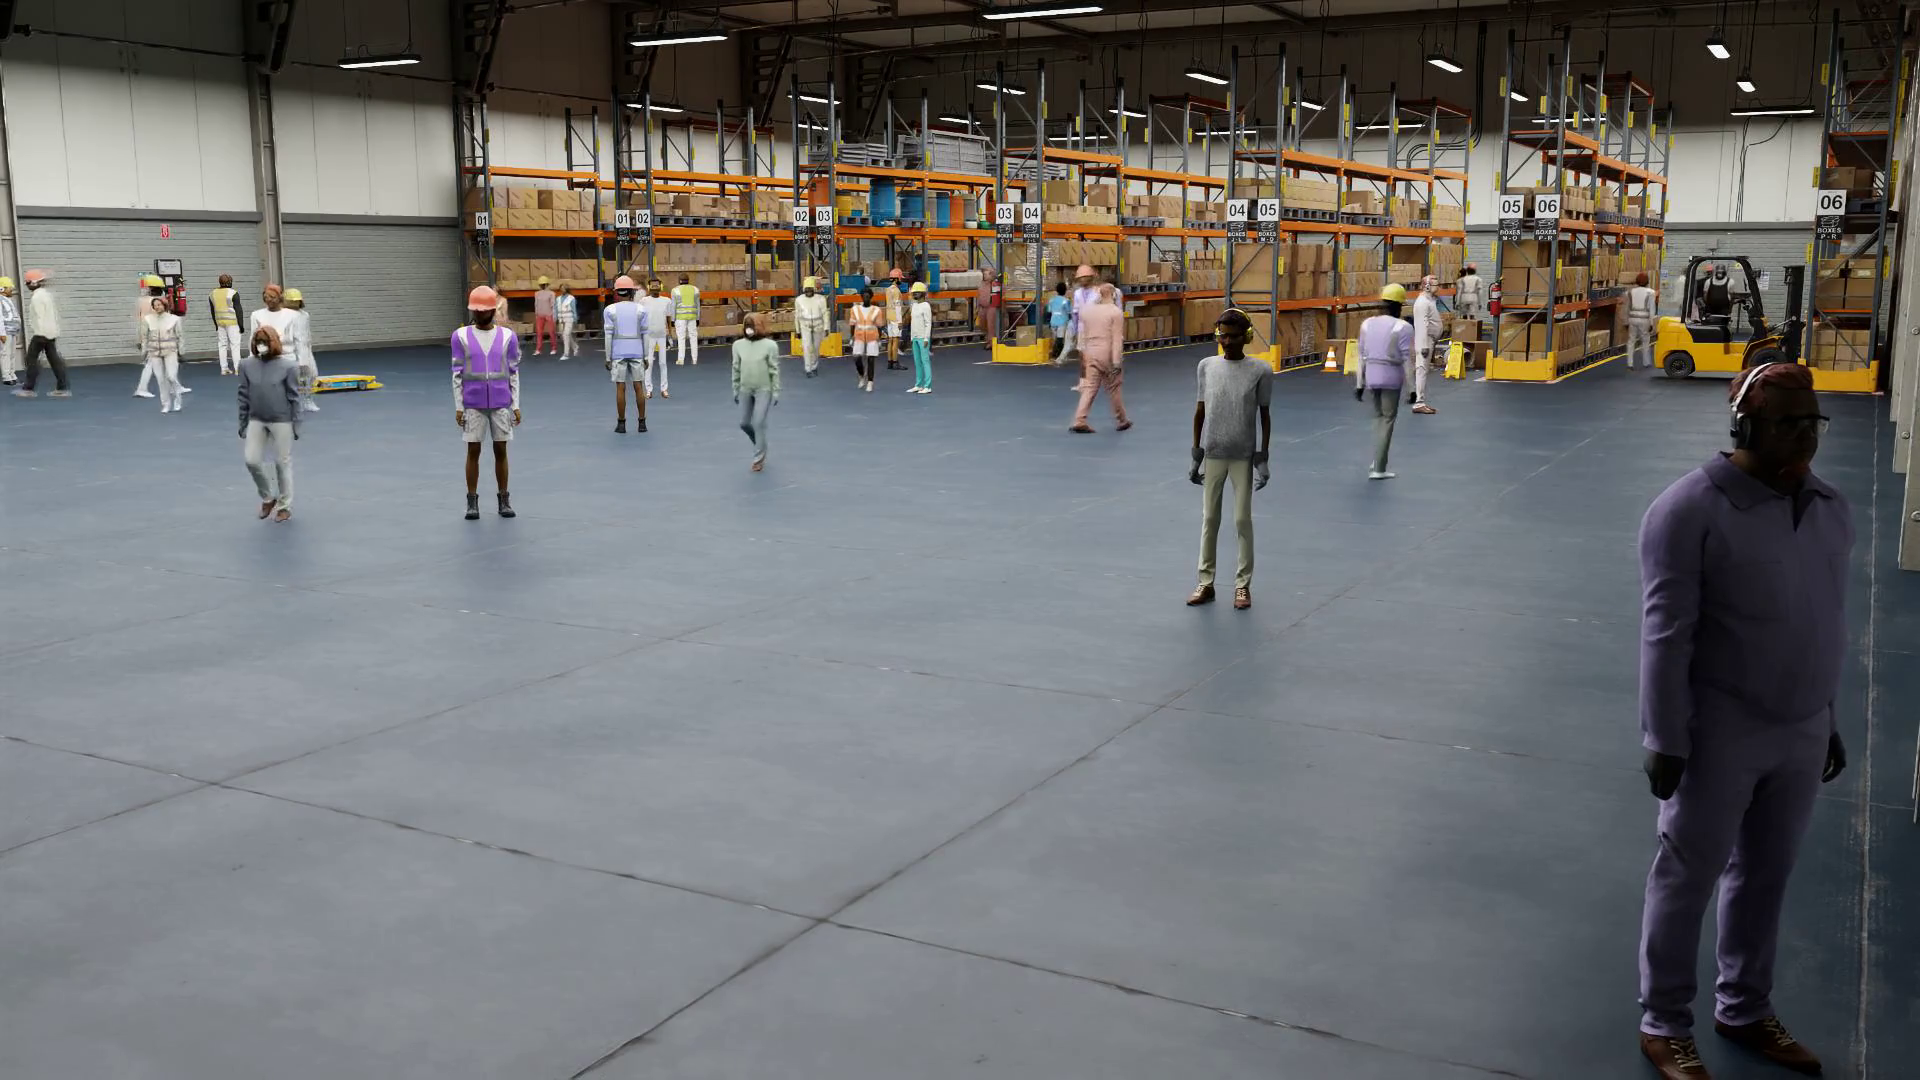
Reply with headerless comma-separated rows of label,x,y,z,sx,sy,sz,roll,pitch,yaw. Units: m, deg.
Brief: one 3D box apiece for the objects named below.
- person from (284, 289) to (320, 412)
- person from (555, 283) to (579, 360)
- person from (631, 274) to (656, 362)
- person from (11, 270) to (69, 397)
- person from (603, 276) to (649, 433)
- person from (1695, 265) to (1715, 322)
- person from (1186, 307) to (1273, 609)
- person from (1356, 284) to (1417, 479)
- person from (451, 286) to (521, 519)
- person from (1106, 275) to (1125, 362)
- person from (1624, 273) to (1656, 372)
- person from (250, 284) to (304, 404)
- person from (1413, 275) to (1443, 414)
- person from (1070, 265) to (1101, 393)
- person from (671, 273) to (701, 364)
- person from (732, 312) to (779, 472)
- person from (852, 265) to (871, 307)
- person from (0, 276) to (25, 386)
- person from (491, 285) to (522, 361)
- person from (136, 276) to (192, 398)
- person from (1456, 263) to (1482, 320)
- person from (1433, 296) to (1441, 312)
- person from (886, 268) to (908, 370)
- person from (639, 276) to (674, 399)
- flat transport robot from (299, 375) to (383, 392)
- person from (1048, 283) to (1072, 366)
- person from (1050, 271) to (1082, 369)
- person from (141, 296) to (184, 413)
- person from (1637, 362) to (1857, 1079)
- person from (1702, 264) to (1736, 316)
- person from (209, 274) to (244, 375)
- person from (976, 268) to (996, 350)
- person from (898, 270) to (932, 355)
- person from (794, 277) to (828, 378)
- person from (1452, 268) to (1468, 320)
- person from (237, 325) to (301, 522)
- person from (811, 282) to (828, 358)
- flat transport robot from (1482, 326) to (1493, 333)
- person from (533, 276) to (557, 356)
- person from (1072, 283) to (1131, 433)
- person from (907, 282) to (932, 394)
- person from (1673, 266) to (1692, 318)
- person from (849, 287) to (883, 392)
person,-9.181,-2.625,23.141,0.577,1.720,0.508,6,12,33
person,-8.267,-4.613,35.058,0.524,1.622,0.612,6,11,31
person,-6.465,-4.504,33.881,0.796,1.810,0.586,-7,12,-34
person,-14.293,-3.177,25.674,0.900,1.956,0.650,-3,10,-14
person,-4.113,-2.282,20.517,0.548,1.931,0.379,-3,10,-18
person,19.223,-6.091,42.792,0.789,1.962,0.652,-9,13,-43
person,1.670,-0.503,10.304,0.520,1.865,0.327,4,11,23
person,4.217,-1.546,16.279,0.587,1.904,0.607,-8,13,-39
person,-3.920,-1.135,13.804,0.543,1.932,0.376,-4,10,-21
person,3.040,-4.495,33.890,0.641,1.798,0.950,6,12,33
person,12.856,-4.099,31.391,0.599,1.841,0.951,8,13,41
person,-8.361,-2.212,20.385,0.591,1.847,0.969,-1,10,-8
person,6.489,-2.711,23.106,0.406,1.909,0.636,3,10,18
person,2.049,-3.343,26.503,0.684,2.017,0.412,8,13,39
person,-5.531,-4.450,33.478,0.623,1.844,0.429,-5,11,-28
person,-2.066,-1.514,16.948,0.504,1.619,0.550,3,10,14
person,-2.633,-6.323,44.157,0.631,1.940,0.372,9,13,41
person,-15.968,-3.495,27.899,0.404,1.836,0.587,-2,10,-12
person,-9.182,-4.320,33.405,0.522,1.612,0.704,7,12,36
person,-12.412,-3.141,25.739,0.600,1.873,1.015,6,11,30
person,13.275,-6.219,43.348,0.633,2.014,0.857,3,10,19
person,13.774,-6.954,48.286,0.980,1.801,0.588,9,13,43
person,-1.223,-4.227,31.889,0.361,1.938,0.545,-4,10,-22
person,-4.651,-3.099,25.482,0.514,1.872,0.328,-3,10,-18
flat transport robot,-10.133,-2.536,26.864,0.652,0.197,1.431,7,12,35
person,2.016,-4.278,33.031,0.541,1.642,0.895,7,12,37
person,2.198,-4.223,32.034,0.884,1.879,0.714,3,10,15
person,-11.054,-2.564,23.058,0.524,1.625,0.399,-1,10,-6
person,2.076,0.490,4.361,0.652,1.906,0.408,-4,10,-21
person,17.920,-5.559,39.387,0.691,2.000,1.003,7,12,35
person,-13.429,-3.952,30.560,0.627,1.844,0.429,2,10,13
person,0.638,-5.362,38.646,0.670,1.894,0.432,6,12,33
person,-1.020,-4.956,36.364,0.987,1.861,0.618,-5,11,-28
person,-2.690,-3.848,30.097,0.593,1.803,0.879,-2,10,-10
person,13.479,-6.359,44.609,0.515,1.860,0.326,2,10,12
person,-5.644,-0.945,13.592,0.531,1.620,0.369,0,10,-2
person,-3.039,-4.660,35.367,0.388,1.621,0.501,-2,10,-11
flat transport robot,14.186,-5.796,45.948,1.431,0.197,0.652,-5,11,-27
person,-9.128,-4.930,36.595,0.544,1.733,0.746,2,10,14
person,1.774,-2.238,20.554,0.708,1.843,0.993,9,13,44
person,-0.641,-3.208,26.425,0.312,1.768,0.529,-6,11,-31
person,18.964,-6.250,43.810,0.548,1.912,0.648,2,10,13
person,-1.496,-3.197,26.567,0.554,1.683,0.369,0,10,3
